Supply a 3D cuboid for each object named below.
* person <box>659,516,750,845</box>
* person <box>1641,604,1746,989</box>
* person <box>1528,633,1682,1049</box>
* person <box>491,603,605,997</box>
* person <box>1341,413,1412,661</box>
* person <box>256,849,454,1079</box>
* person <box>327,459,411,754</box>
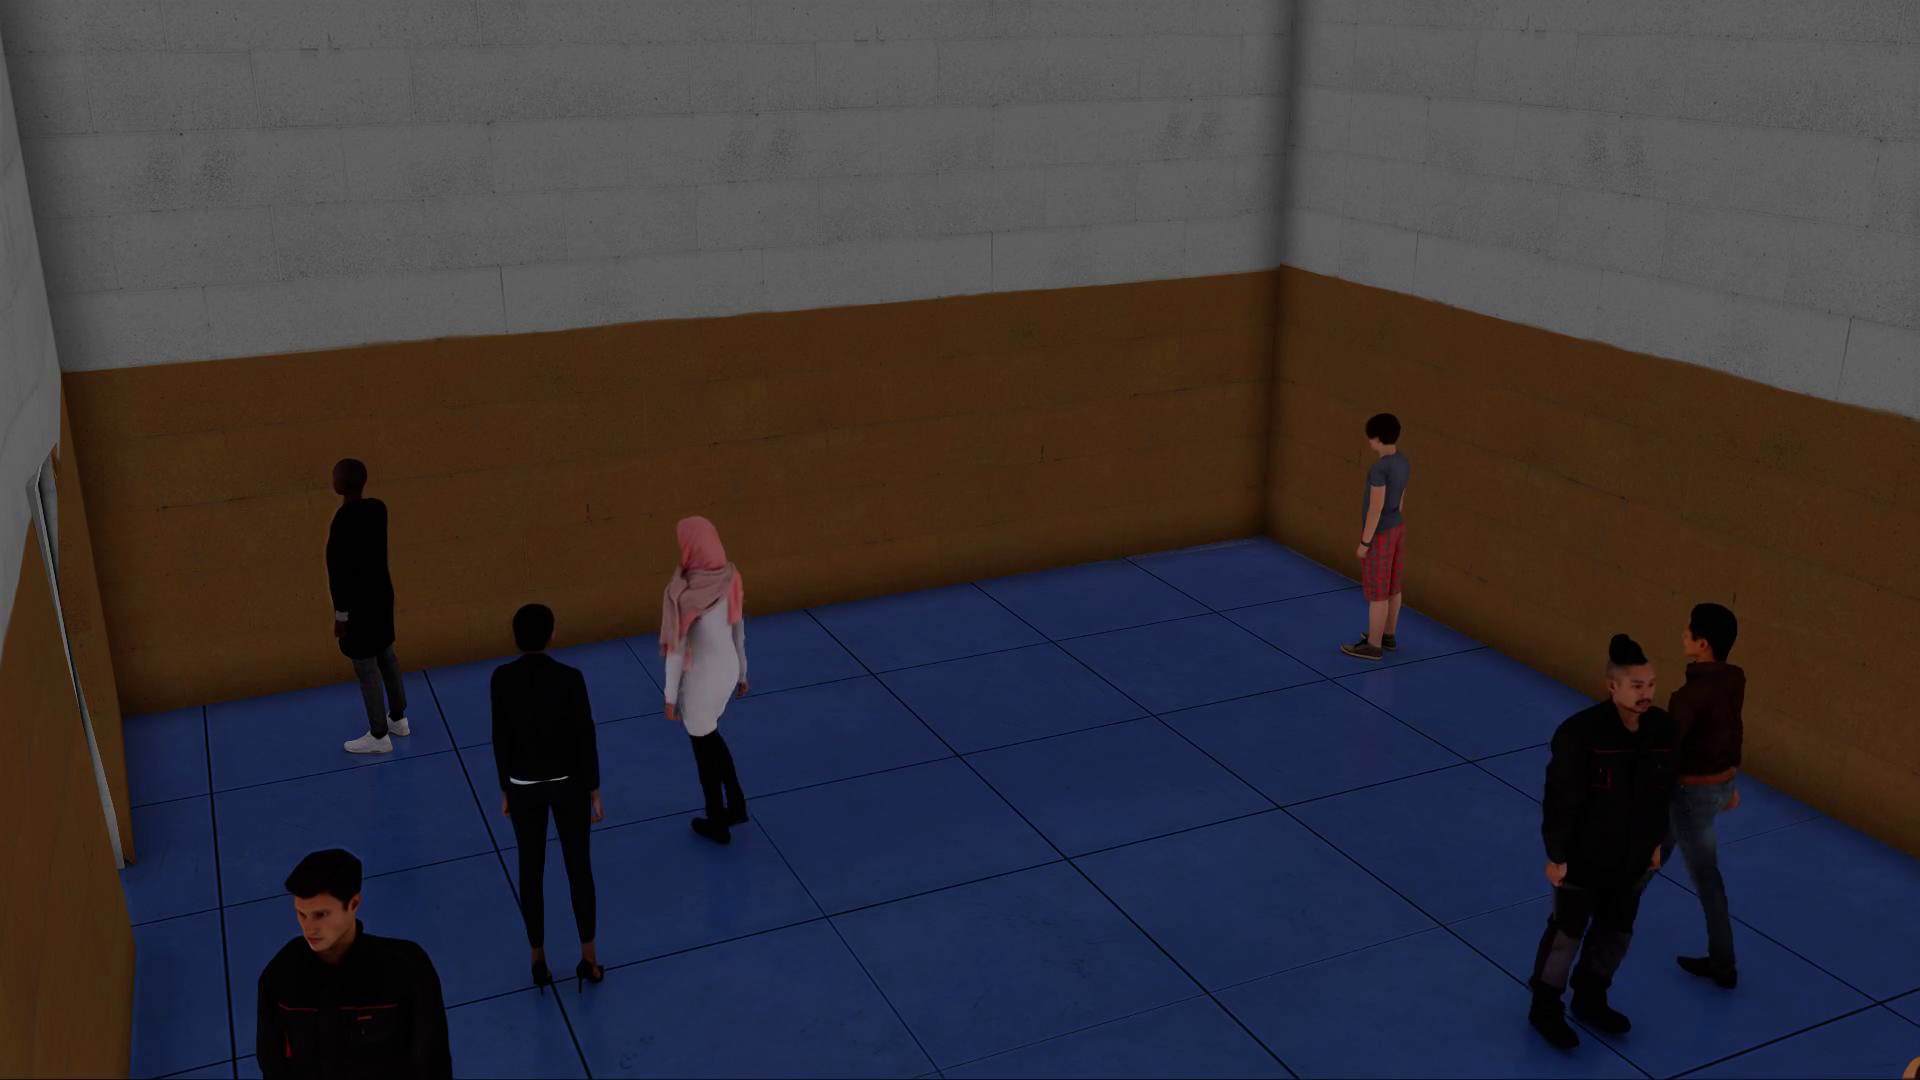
[{"bbox_3d":[-1.221,0.755,8.470,0.854,1.797,0.768,14,23,36],"label":"person"},{"bbox_3d":[3.335,1.169,7.335,1.098,1.737,0.949,-15,24,-38],"label":"person"},{"bbox_3d":[2.658,1.237,6.916,0.618,1.853,0.862,-5,19,-15],"label":"person"},{"bbox_3d":[-1.800,1.135,7.284,0.619,1.834,0.739,1,19,2],"label":"person"},{"bbox_3d":[2.803,-0.029,11.005,0.725,1.650,0.594,16,24,39],"label":"person"},{"bbox_3d":[-1.828,1.809,5.113,0.704,1.945,0.852,0,19,1],"label":"person"},{"bbox_3d":[-3.444,0.372,9.661,0.751,1.762,0.725,4,19,11],"label":"person"}]
